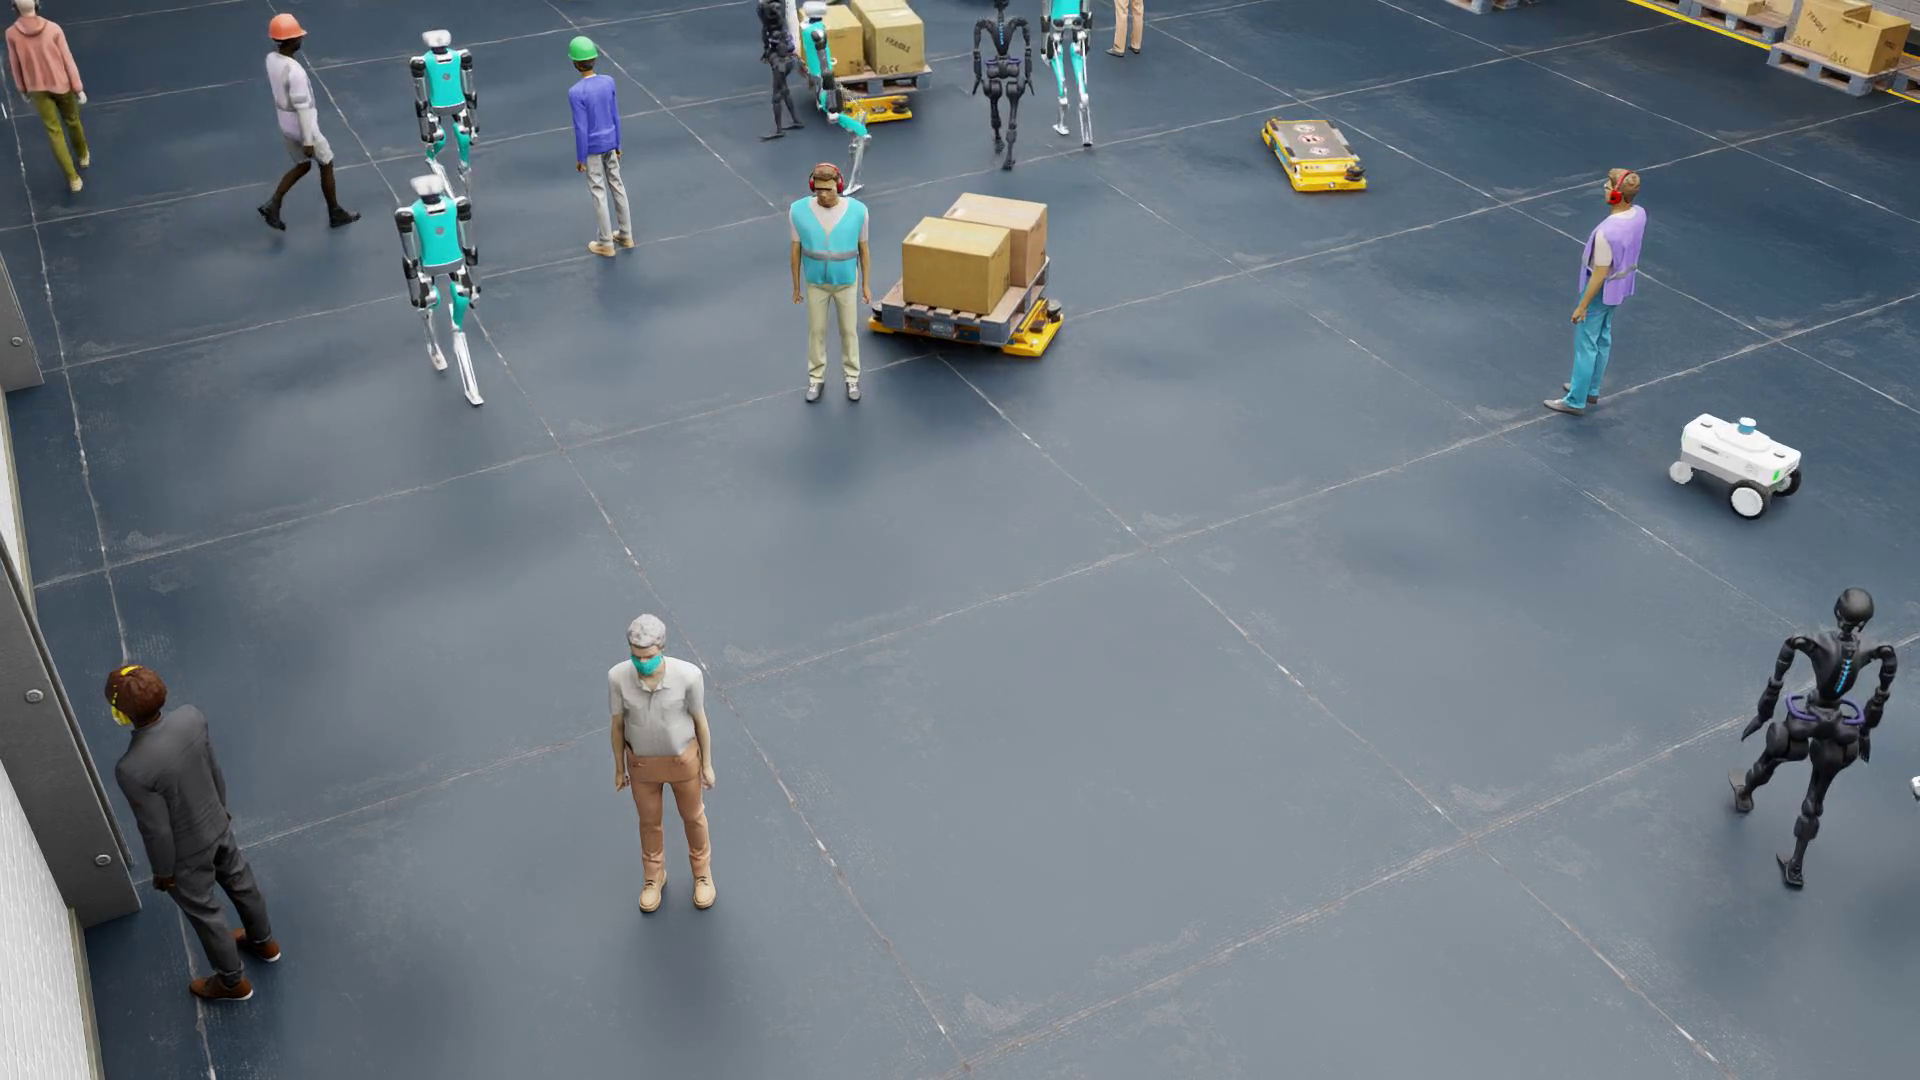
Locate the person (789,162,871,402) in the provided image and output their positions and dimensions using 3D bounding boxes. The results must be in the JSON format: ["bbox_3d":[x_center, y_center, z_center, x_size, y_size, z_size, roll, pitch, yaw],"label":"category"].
[{"bbox_3d":[-0.927,-1.865,12.006,0.568,1.840,0.373,0,35,-1],"label":"person"}]

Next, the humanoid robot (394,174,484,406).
[{"bbox_3d":[-3.848,-1.917,12.215,0.538,1.777,1.022,-19,39,-25],"label":"humanoid robot"}]

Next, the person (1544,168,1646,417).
[{"bbox_3d":[4.570,-1.745,11.833,0.376,1.843,0.571,28,44,34],"label":"person"}]

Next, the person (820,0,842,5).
[{"bbox_3d":[-1.584,-7.414,19.844,0.418,1.943,0.552,-12,37,-17],"label":"person"}]

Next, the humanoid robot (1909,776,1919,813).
[{"bbox_3d":[4.967,0.952,7.961,0.735,1.677,0.533,7,36,10],"label":"humanoid robot"}]

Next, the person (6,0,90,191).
[{"bbox_3d":[-8.431,-4.205,15.398,0.548,1.783,0.952,-15,38,-20],"label":"person"}]

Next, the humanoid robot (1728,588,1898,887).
[{"bbox_3d":[4.232,0.885,8.245,0.589,1.629,0.732,7,36,10],"label":"humanoid robot"}]

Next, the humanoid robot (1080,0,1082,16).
[{"bbox_3d":[1.347,-6.913,19.355,0.392,1.648,0.610,9,36,12],"label":"humanoid robot"}]

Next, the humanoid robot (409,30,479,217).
[{"bbox_3d":[-4.546,-3.613,14.686,0.541,1.888,0.729,-20,40,-26],"label":"humanoid robot"}]

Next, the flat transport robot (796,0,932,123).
[{"bbox_3d":[-1.010,-4.709,17.440,0.659,0.231,1.431,-10,36,-14],"label":"flat transport robot"}]

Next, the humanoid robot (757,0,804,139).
[{"bbox_3d":[-1.781,-4.800,16.354,0.500,1.638,0.608,-14,37,-19],"label":"humanoid robot"}]

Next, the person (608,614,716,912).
[{"bbox_3d":[-1.413,1.061,7.913,0.485,1.746,0.316,-2,35,-3],"label":"person"}]

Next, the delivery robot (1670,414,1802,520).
[{"bbox_3d":[5.265,-0.528,11.235,0.499,0.611,0.809,-27,43,-33],"label":"delivery robot"}]

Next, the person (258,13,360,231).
[{"bbox_3d":[-5.767,-3.554,14.352,0.537,1.916,0.766,27,43,33],"label":"person"}]

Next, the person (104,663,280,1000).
[{"bbox_3d":[-3.449,1.315,7.440,0.342,1.873,0.504,9,36,13],"label":"person"}]

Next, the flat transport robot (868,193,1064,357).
[{"bbox_3d":[0.052,-1.784,13.263,1.431,0.231,0.659,11,37,16],"label":"flat transport robot"}]

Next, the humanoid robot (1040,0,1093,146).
[{"bbox_3d":[1.115,-4.671,16.187,0.544,1.884,0.777,-10,36,-14],"label":"humanoid robot"}]

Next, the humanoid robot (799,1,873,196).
[{"bbox_3d":[-1.064,-4.038,15.222,0.742,1.801,0.553,-11,36,-15],"label":"humanoid robot"}]

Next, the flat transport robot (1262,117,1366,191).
[{"bbox_3d":[3.404,-3.733,16.045,0.659,0.231,1.431,-3,35,-4],"label":"flat transport robot"}]

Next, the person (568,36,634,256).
[{"bbox_3d":[-3.070,-3.322,14.065,0.361,1.870,0.469,26,43,32],"label":"person"}]

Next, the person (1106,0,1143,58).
[{"bbox_3d":[1.859,-6.165,18.291,0.470,1.676,0.356,-19,39,-25],"label":"person"}]

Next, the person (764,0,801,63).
[{"bbox_3d":[-2.006,-6.109,18.045,0.588,1.873,0.358,-15,38,-21],"label":"person"}]

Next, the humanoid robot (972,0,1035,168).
[{"bbox_3d":[0.419,-4.431,15.834,0.598,1.619,0.737,1,35,1],"label":"humanoid robot"}]
